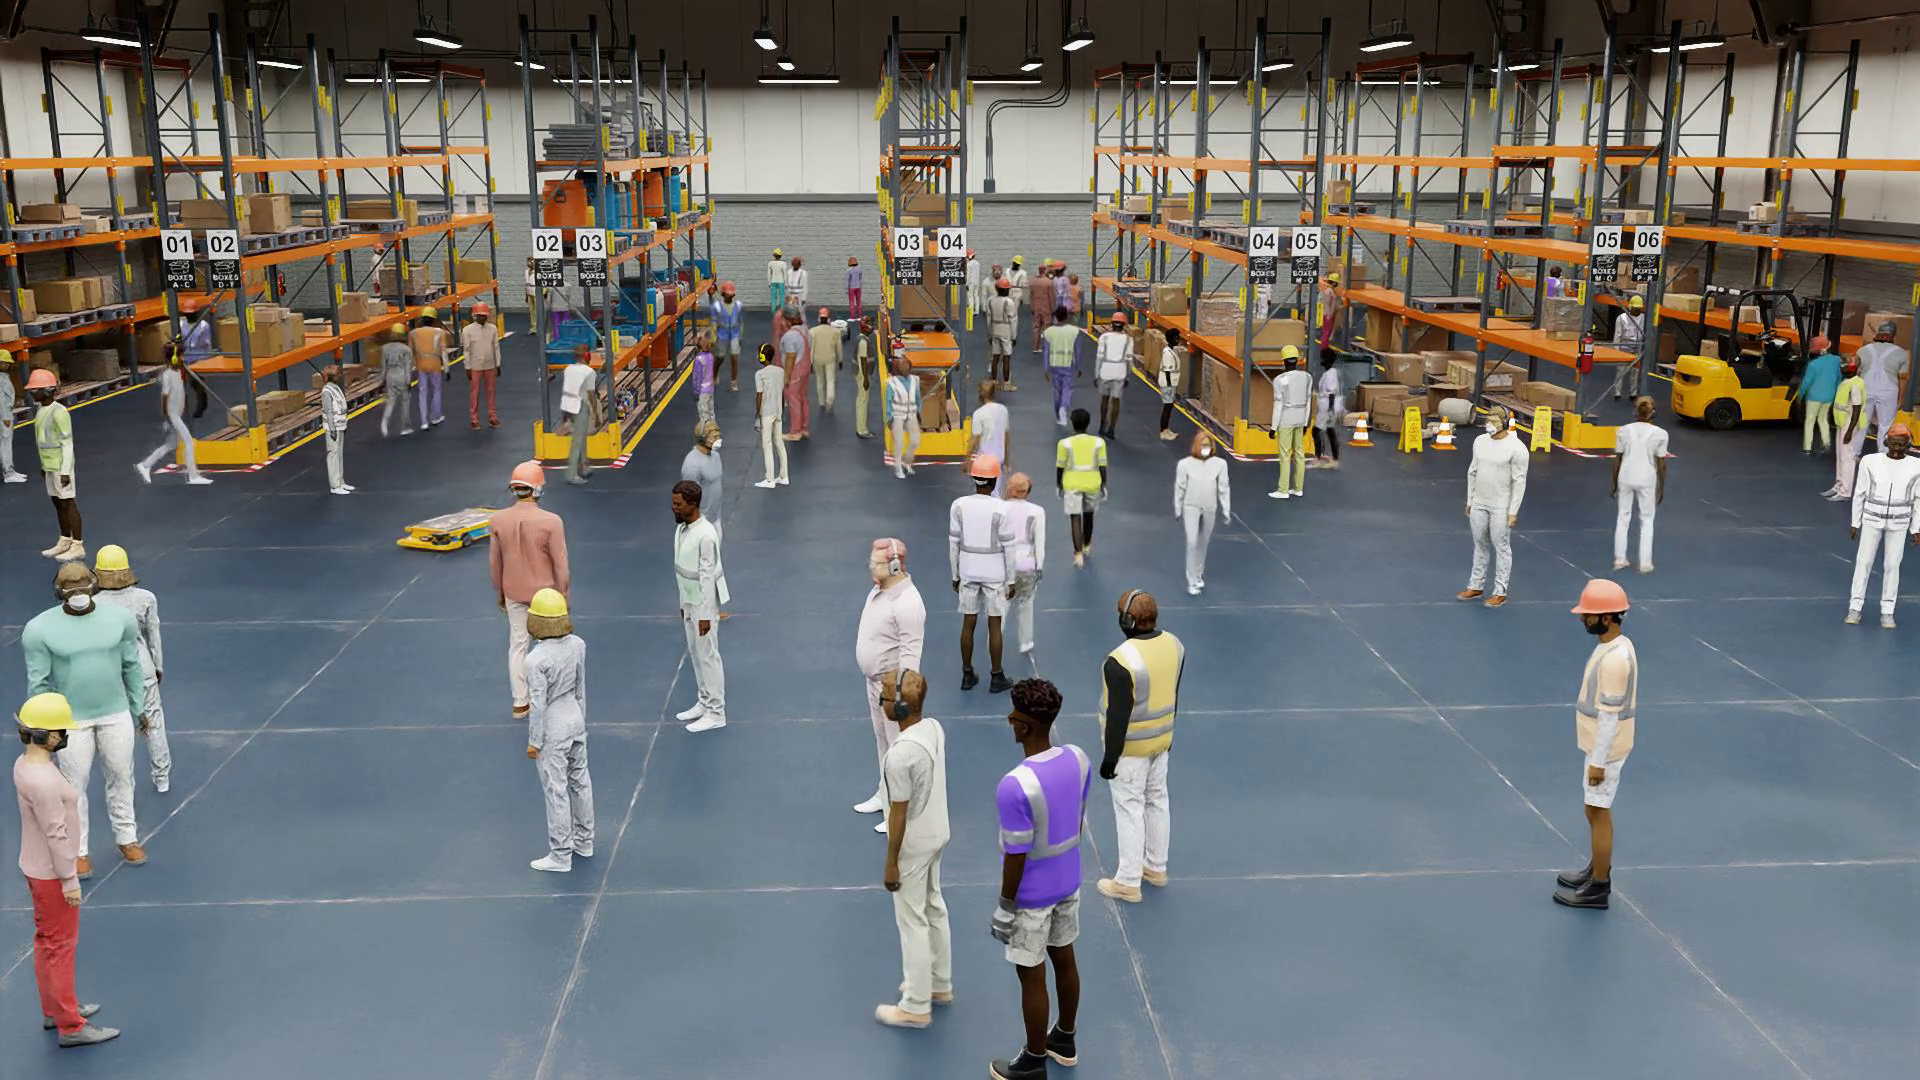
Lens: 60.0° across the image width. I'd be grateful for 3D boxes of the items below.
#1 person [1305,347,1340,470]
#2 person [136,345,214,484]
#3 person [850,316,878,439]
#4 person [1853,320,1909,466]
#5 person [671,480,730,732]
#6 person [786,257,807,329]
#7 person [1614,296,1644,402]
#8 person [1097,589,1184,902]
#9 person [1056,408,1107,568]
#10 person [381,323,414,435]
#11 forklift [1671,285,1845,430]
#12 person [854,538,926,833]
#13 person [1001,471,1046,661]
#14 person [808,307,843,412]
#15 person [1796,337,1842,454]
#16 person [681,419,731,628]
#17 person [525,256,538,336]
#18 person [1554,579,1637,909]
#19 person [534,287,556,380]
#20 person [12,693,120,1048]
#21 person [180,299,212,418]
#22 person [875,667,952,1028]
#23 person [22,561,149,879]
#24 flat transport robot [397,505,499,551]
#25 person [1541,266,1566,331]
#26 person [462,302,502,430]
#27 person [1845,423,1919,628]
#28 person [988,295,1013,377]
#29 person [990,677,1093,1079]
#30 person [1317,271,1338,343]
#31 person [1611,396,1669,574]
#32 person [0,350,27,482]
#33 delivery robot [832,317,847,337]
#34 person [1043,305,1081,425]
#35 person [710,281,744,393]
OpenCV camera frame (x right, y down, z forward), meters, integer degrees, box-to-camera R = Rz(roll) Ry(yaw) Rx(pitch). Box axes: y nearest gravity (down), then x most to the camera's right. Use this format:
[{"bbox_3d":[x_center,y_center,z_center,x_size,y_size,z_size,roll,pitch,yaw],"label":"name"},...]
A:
[{"bbox_3d":[4.901,-1.771,22.528,0.616,1.673,0.554,2,14,10],"label":"person"},{"bbox_3d":[-10.273,-1.613,21.585,0.872,1.830,0.508,-3,14,-14],"label":"person"},{"bbox_3d":[-1.455,-2.456,25.099,0.396,1.841,0.565,-1,13,-4],"label":"person"},{"bbox_3d":[12.580,-2.004,22.756,0.686,2.000,0.535,12,18,42],"label":"person"},{"bbox_3d":[-1.955,0.482,12.521,0.391,1.911,0.584,-7,15,-28],"label":"person"},{"bbox_3d":[-3.846,-5.604,38.462,0.623,1.826,0.973,8,15,29],"label":"person"},{"bbox_3d":[11.565,-3.285,28.637,0.599,1.827,0.404,0,13,-1],"label":"person"},{"bbox_3d":[1.022,1.183,9.683,0.429,1.841,0.634,12,18,41],"label":"person"},{"bbox_3d":[1.274,-0.556,17.471,0.538,1.647,0.877,-1,13,-6],"label":"person"},{"bbox_3d":[-8.556,-2.413,25.192,0.539,1.712,0.695,2,13,8],"label":"person"},{"bbox_3d":[12.503,-2.886,26.166,2.313,2.155,1.214,-1,13,-3],"label":"forklift"},{"bbox_3d":[-0.461,0.915,10.673,0.411,1.911,0.643,-6,14,-22],"label":"person"},{"bbox_3d":[0.450,0.238,14.196,0.532,1.611,0.697,3,14,14],"label":"person"},{"bbox_3d":[-2.239,-2.993,27.631,0.574,1.724,0.770,-1,13,-3],"label":"person"},{"bbox_3d":[12.273,-2.060,23.729,0.636,1.699,0.412,-2,13,-7],"label":"person"},{"bbox_3d":[-2.324,-0.147,15.143,0.377,1.931,0.625,3,14,12],"label":"person"},{"bbox_3d":[-9.886,-5.667,38.689,0.563,1.847,0.389,9,16,34],"label":"person"},{"bbox_3d":[3.663,1.167,9.574,0.393,1.927,0.550,5,14,19],"label":"person"},{"bbox_3d":[-7.830,-3.890,31.347,0.323,1.764,0.523,0,13,0],"label":"person"},{"bbox_3d":[-4.391,1.598,8.107,0.326,1.760,0.524,-11,17,-39],"label":"person"},{"bbox_3d":[-12.510,-2.996,27.244,0.549,1.915,0.846,-1,13,-4],"label":"person"},{"bbox_3d":[-0.229,1.519,8.282,0.342,1.838,0.502,5,14,21],"label":"person"},{"bbox_3d":[-5.221,1.060,9.995,0.635,1.937,0.352,-11,17,-39],"label":"person"},{"bbox_3d":[-5.564,-0.144,18.670,0.652,0.197,1.431,6,15,25],"label":"flat transport robot"},{"bbox_3d":[12.694,-4.937,35.610,0.429,1.842,0.632,-9,16,-33],"label":"person"},{"bbox_3d":[-7.422,-2.710,25.878,0.621,1.987,0.420,-12,18,-41],"label":"person"},{"bbox_3d":[8.446,-0.137,15.176,0.573,1.887,0.354,7,15,27],"label":"person"},{"bbox_3d":[0.754,-4.103,32.111,0.528,1.834,0.927,-3,14,-12],"label":"person"},{"bbox_3d":[0.362,1.586,7.707,0.372,1.966,0.603,11,17,38],"label":"person"},{"bbox_3d":[8.212,-5.247,37.428,0.705,1.610,0.515,-7,15,-27],"label":"person"},{"bbox_3d":[6.980,-0.568,17.121,0.516,1.837,0.347,8,15,30],"label":"person"},{"bbox_3d":[-12.496,-1.629,21.826,0.311,1.735,0.483,-6,15,-25],"label":"person"},{"bbox_3d":[-2.727,-4.804,37.603,0.477,0.478,0.707,-1,13,-6],"label":"delivery robot"},{"bbox_3d":[1.597,-2.731,26.137,0.605,1.900,0.716,3,14,13],"label":"person"},{"bbox_3d":[-4.215,-3.684,29.979,0.618,2.012,0.855,-5,14,-20],"label":"person"}]
